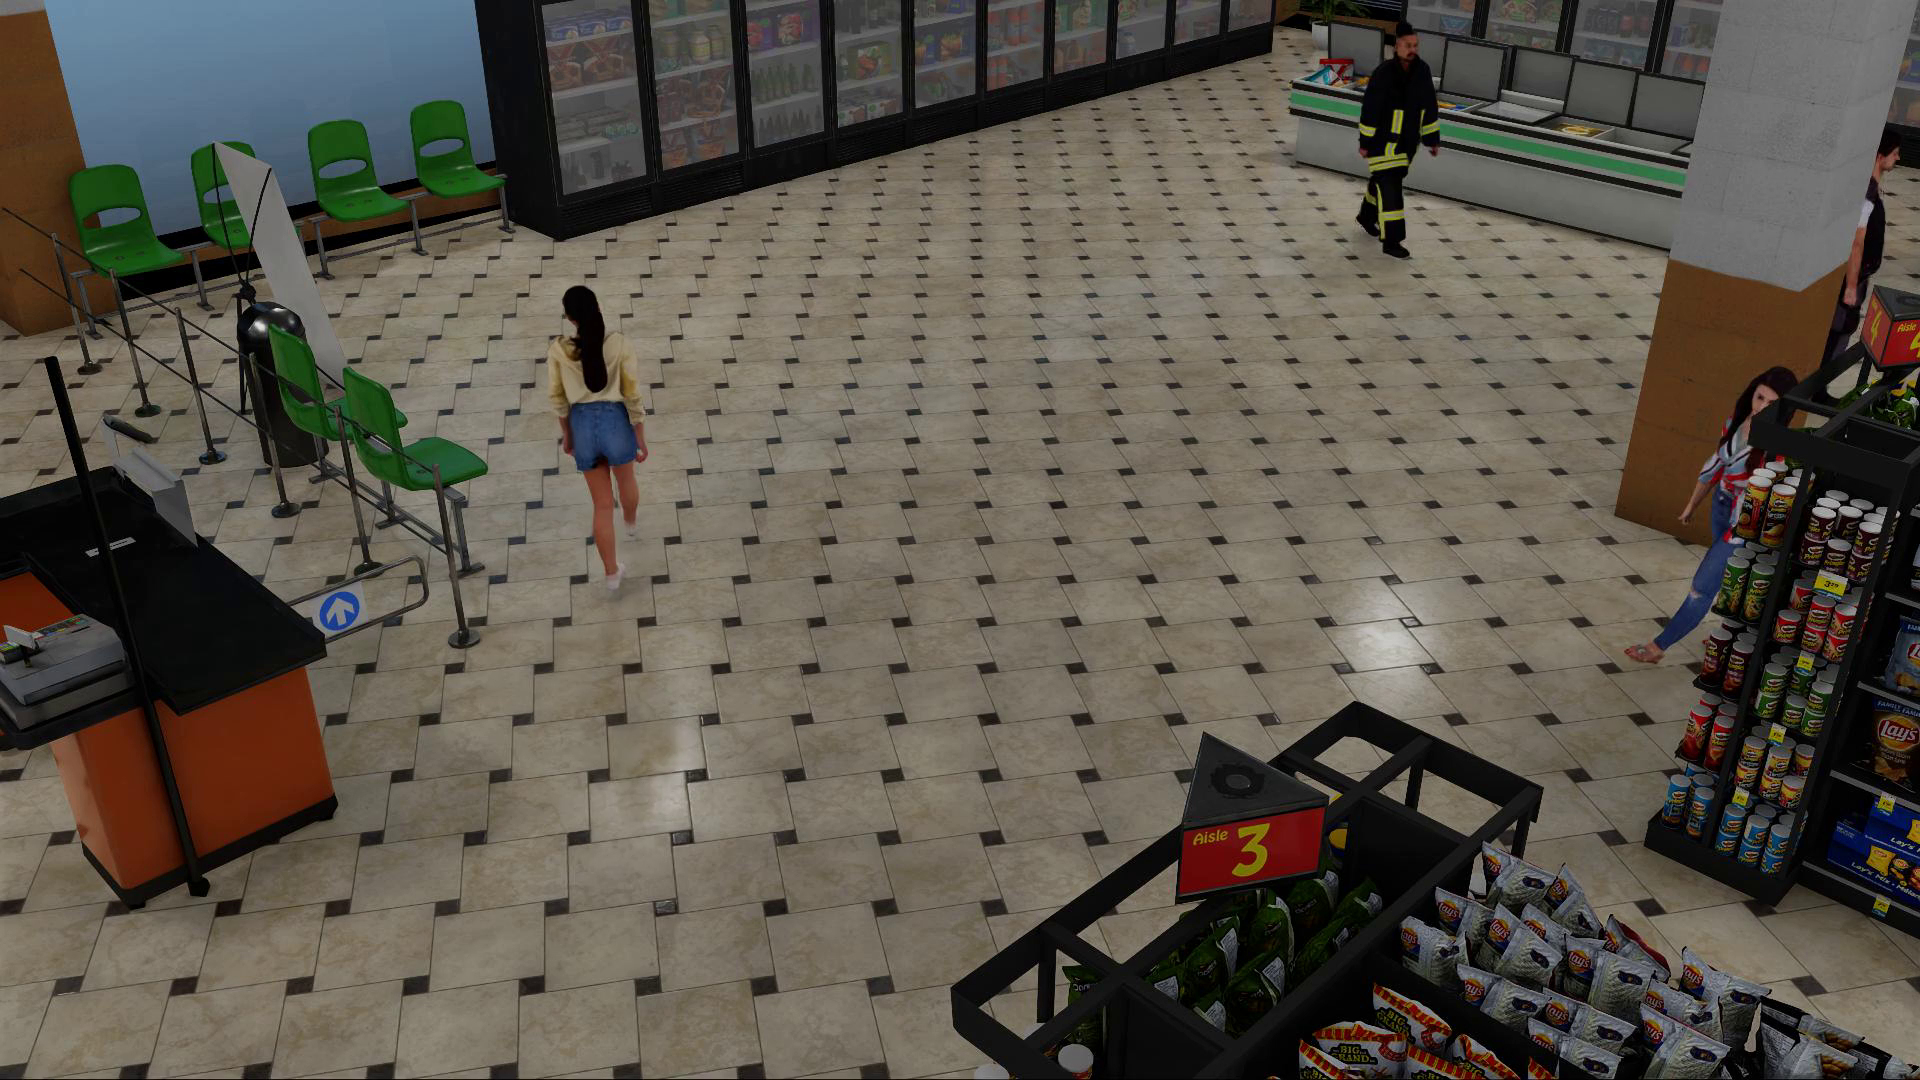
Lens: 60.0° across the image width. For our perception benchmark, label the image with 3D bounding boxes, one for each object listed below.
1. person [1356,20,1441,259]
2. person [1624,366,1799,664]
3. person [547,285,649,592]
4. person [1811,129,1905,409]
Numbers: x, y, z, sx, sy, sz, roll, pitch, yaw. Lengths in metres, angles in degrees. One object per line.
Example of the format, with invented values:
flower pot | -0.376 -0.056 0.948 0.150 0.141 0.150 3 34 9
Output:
person | 3.499 -3.294 13.573 0.987 1.824 1.237 -13 31 -23
person | 3.800 -0.079 7.945 1.036 1.574 1.034 -3 29 -5
person | -1.887 -0.494 8.701 1.077 1.576 1.207 -3 29 -5
person | 5.577 -1.714 10.666 0.898 1.836 0.794 12 31 20
